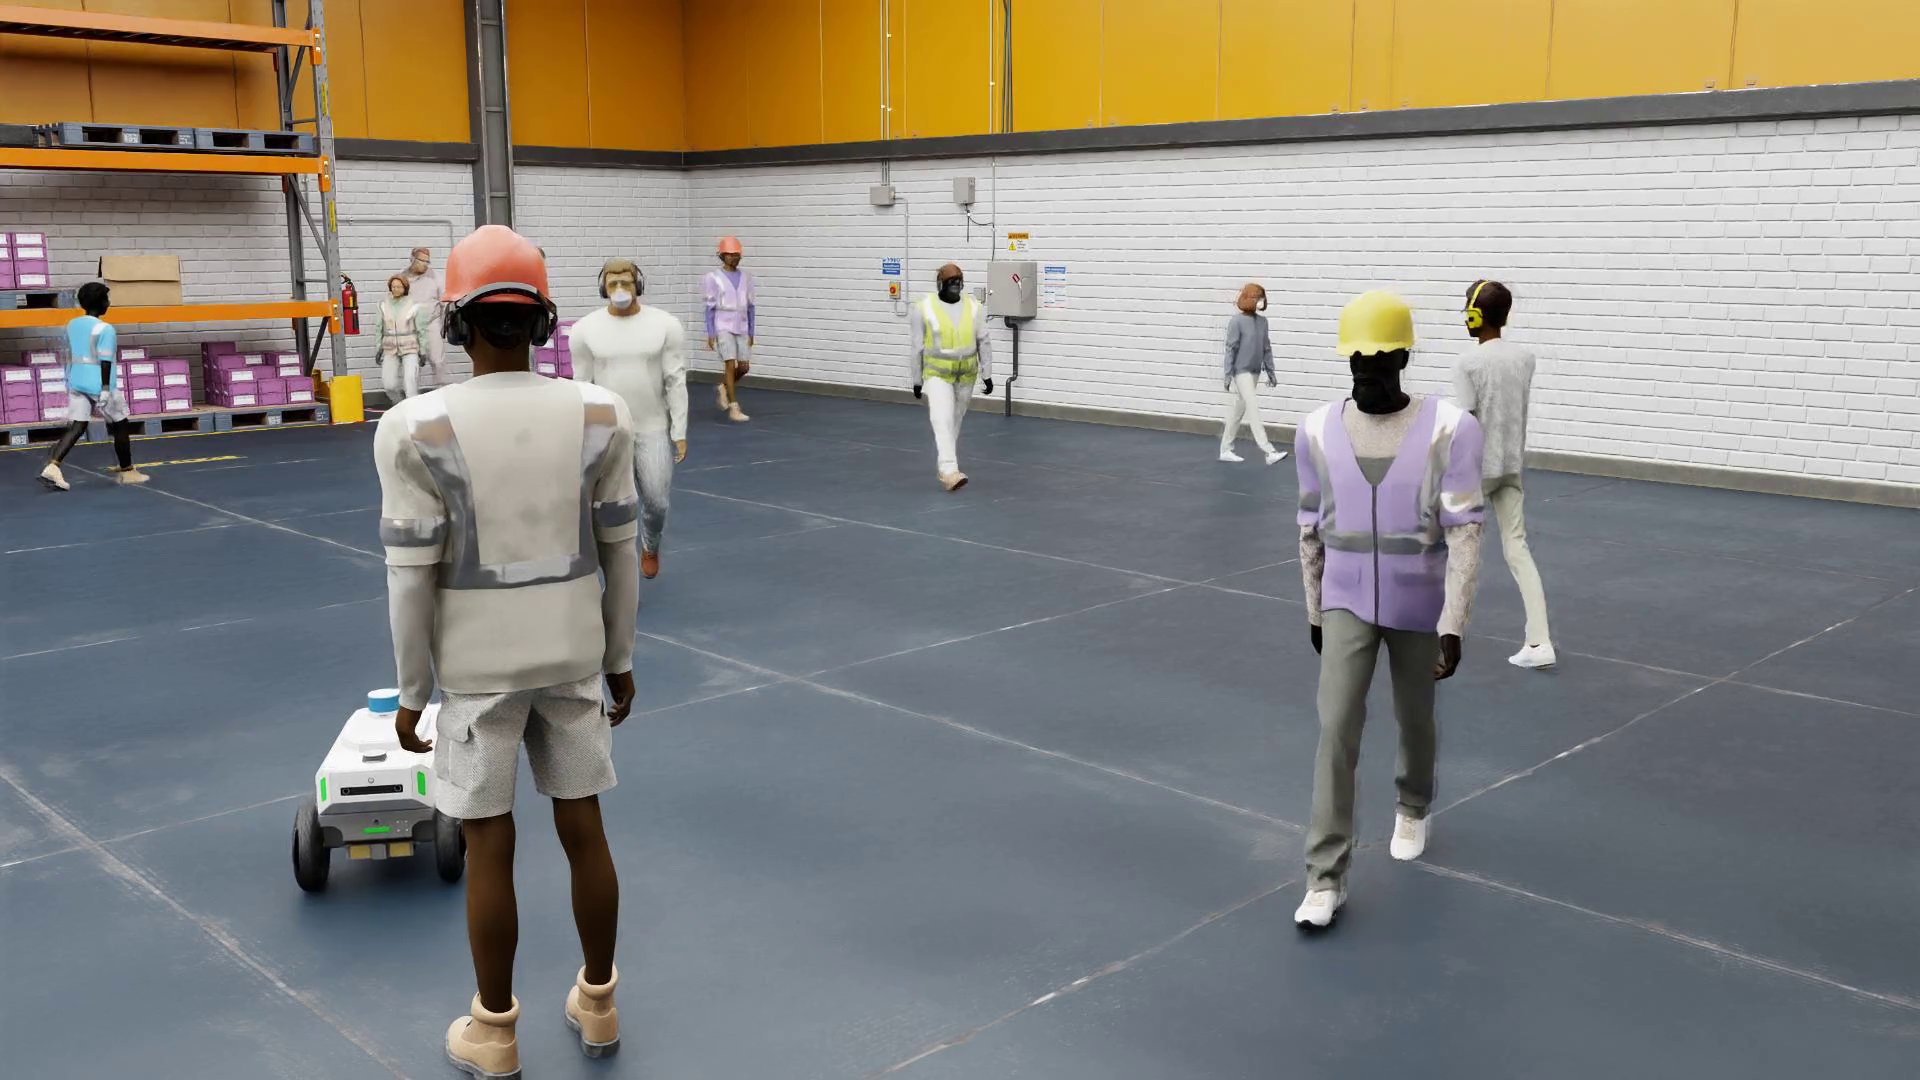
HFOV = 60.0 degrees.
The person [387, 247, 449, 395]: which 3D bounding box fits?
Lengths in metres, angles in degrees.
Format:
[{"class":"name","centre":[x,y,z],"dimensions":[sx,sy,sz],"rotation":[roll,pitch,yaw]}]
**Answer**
[{"class":"person","centre":[-6.304,-2.440,19.307],"dimensions":[0.814,1.892,0.435],"rotation":[-1,10,-3]}]

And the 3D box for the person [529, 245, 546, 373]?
[{"class":"person","centre":[-5.075,-2.518,19.659],"dimensions":[0.497,1.898,0.677],"rotation":[-6,12,-30]}]

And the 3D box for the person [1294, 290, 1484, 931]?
[{"class":"person","centre":[1.301,0.172,5.112],"dimensions":[0.587,1.872,1.037],"rotation":[5,11,24]}]

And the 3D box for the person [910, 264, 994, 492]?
[{"class":"person","centre":[-0.034,-1.286,13.249],"dimensions":[0.628,1.788,0.971],"rotation":[-4,11,-23]}]

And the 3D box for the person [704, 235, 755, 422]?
[{"class":"person","centre":[-2.538,-2.319,18.243],"dimensions":[0.612,2.025,0.709],"rotation":[-8,13,-36]}]

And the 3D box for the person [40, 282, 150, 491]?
[{"class":"person","centre":[-6.960,-1.223,13.251],"dimensions":[0.530,1.661,0.812],"rotation":[4,11,23]}]

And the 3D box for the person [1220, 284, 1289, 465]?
[{"class":"person","centre":[2.611,-1.450,14.651],"dimensions":[0.523,1.585,0.825],"rotation":[-10,15,-44]}]

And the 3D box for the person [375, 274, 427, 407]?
[{"class":"person","centre":[-5.745,-1.914,17.094],"dimensions":[0.545,1.621,0.367],"rotation":[0,10,1]}]

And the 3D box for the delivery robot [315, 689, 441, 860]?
[{"class":"delivery robot","centre":[-1.850,0.726,5.386],"dimensions":[0.477,0.478,0.707],"rotation":[-2,11,-11]}]

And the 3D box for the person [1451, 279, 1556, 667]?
[{"class":"person","centre":[2.532,-0.323,7.936],"dimensions":[0.516,1.822,0.991],"rotation":[-4,11,-19]}]

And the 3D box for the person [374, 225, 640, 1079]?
[{"class":"person","centre":[-1.063,0.286,3.977],"dimensions":[0.608,2.044,0.370],"rotation":[-7,12,-33]}]

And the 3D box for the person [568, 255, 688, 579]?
[{"class":"person","centre":[-1.817,-0.606,9.172],"dimensions":[0.630,1.921,0.753],"rotation":[-2,11,-12]}]
